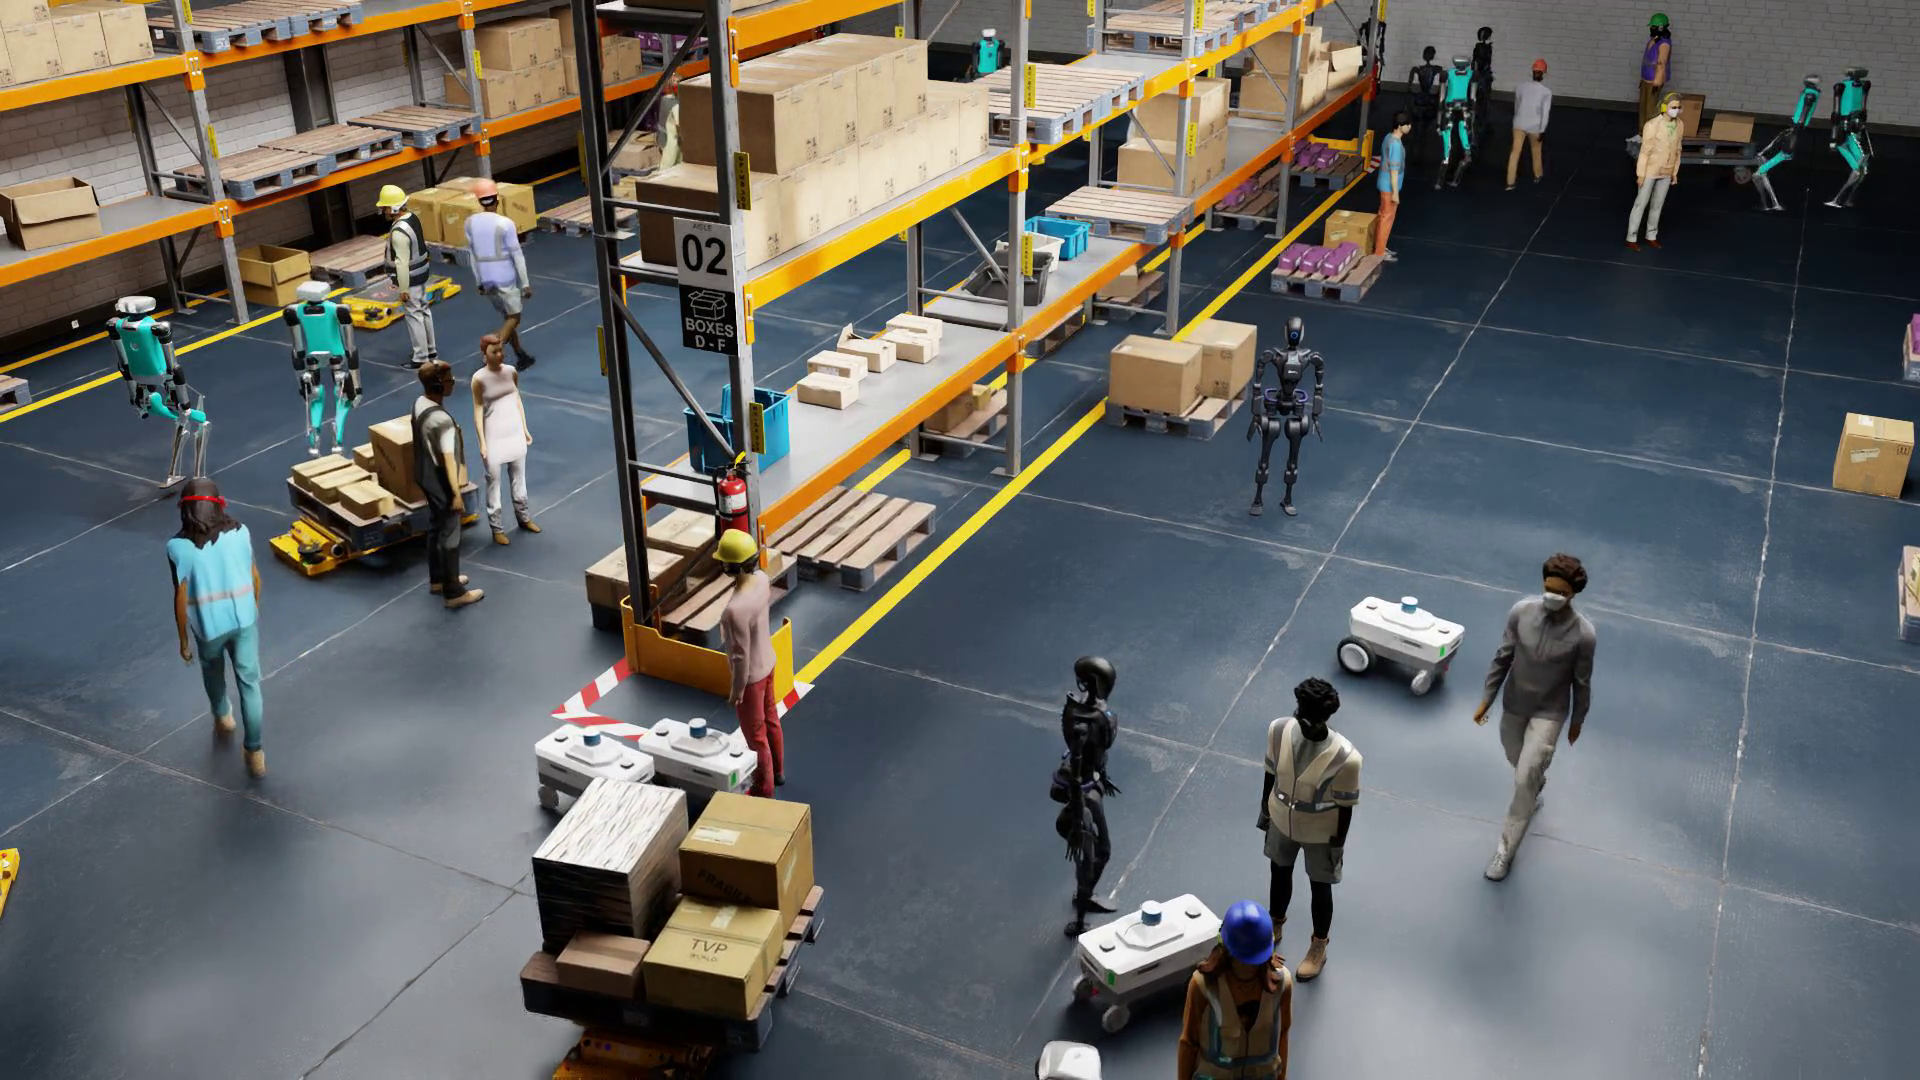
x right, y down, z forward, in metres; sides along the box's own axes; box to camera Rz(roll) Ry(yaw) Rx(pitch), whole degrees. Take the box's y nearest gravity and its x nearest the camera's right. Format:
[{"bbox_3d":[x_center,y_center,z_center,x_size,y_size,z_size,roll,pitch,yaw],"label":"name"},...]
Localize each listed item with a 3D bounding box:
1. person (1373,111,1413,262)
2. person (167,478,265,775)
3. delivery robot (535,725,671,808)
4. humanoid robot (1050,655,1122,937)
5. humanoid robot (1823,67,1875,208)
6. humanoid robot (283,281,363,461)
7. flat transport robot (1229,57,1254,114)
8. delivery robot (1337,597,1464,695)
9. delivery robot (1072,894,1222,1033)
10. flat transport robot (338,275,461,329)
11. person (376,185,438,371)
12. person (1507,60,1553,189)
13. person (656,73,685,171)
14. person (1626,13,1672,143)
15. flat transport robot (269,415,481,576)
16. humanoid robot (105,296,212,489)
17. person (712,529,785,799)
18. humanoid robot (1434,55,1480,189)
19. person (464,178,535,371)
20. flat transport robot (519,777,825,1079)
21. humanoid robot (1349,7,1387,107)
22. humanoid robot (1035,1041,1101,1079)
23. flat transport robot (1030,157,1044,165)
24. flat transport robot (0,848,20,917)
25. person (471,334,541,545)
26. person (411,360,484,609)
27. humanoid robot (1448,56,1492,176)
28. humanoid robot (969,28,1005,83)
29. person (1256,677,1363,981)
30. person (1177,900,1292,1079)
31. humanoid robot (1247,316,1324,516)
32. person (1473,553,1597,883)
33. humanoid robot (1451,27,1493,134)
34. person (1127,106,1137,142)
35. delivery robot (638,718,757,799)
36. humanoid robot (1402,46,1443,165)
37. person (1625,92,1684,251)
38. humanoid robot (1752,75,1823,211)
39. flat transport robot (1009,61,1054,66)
[{"bbox_3d":[5.050,-4.136,19.455,0.332,1.757,0.507,2,26,4],"label":"person"},{"bbox_3d":[-4.490,0.459,10.090,0.509,1.825,0.949,-13,29,-24],"label":"person"},{"bbox_3d":[-2.114,1.359,9.691,0.769,0.577,0.499,16,30,28],"label":"delivery robot"},{"bbox_3d":[0.657,1.315,8.521,0.342,1.650,0.609,8,27,16],"label":"humanoid robot"},{"bbox_3d":[11.659,-5.201,21.622,0.536,1.758,0.783,-8,28,-16],"label":"humanoid robot"},{"bbox_3d":[-5.144,-1.134,13.453,0.537,1.834,0.659,-1,26,-1],"label":"humanoid robot"},{"bbox_3d":[5.066,-6.823,26.560,1.431,0.231,0.659,21,33,36],"label":"flat transport robot"},{"bbox_3d":[2.958,0.650,11.116,0.742,0.570,0.499,20,33,34],"label":"delivery robot"},{"bbox_3d":[0.965,2.068,8.299,0.804,0.614,0.499,-14,30,-26],"label":"delivery robot"},{"bbox_3d":[-6.140,-2.623,18.077,0.659,0.231,1.431,10,28,19],"label":"flat transport robot"},{"bbox_3d":[-5.371,-2.551,16.184,0.403,1.825,0.589,-1,26,-2],"label":"person"},{"bbox_3d":[7.767,-5.658,22.592,0.552,1.691,0.932,18,32,33],"label":"person"},{"bbox_3d":[-3.684,-5.049,21.264,0.994,1.789,0.552,-7,27,-14],"label":"person"},{"bbox_3d":[10.307,-6.846,24.749,0.432,1.918,0.555,-1,26,-1],"label":"person"},{"bbox_3d":[-4.579,-0.123,13.027,1.431,0.231,0.659,-24,35,-39],"label":"flat transport robot"},{"bbox_3d":[-6.377,-1.236,13.470,0.533,1.677,0.735,5,27,9],"label":"humanoid robot"},{"bbox_3d":[-1.228,0.745,9.585,0.324,1.766,0.532,5,27,11],"label":"person"},{"bbox_3d":[6.675,-5.534,22.303,0.548,1.795,0.687,1,26,1],"label":"humanoid robot"},{"bbox_3d":[-4.474,-2.486,15.972,0.641,1.883,0.730,8,27,15],"label":"person"},{"bbox_3d":[-1.409,2.228,8.277,0.659,0.231,1.431,7,27,13],"label":"flat transport robot"},{"bbox_3d":[6.690,-7.910,27.182,0.602,1.635,0.524,-12,29,-24],"label":"humanoid robot"},{"bbox_3d":[0.573,2.587,6.009,0.730,1.885,0.551,-3,26,-6],"label":"humanoid robot"},{"bbox_3d":[0.438,-5.528,23.943,1.431,0.231,0.659,-7,27,-14],"label":"flat transport robot"},{"bbox_3d":[-5.370,2.065,8.607,0.659,0.231,1.431,-8,27,-16],"label":"flat transport robot"},{"bbox_3d":[-3.512,-0.781,12.788,0.286,1.659,0.442,22,34,37],"label":"person"},{"bbox_3d":[-3.671,-0.400,11.829,0.360,1.836,0.501,-20,33,-35],"label":"person"},{"bbox_3d":[7.093,-5.896,23.110,0.592,1.643,0.378,-8,28,-16],"label":"humanoid robot"},{"bbox_3d":[0.272,-6.734,24.748,0.531,1.797,0.798,-14,29,-26],"label":"humanoid robot"},{"bbox_3d":[1.718,1.420,8.305,0.534,1.692,0.319,22,34,37],"label":"person"},{"bbox_3d":[1.090,2.180,6.674,0.462,1.778,0.305,-4,27,-8],"label":"person"},{"bbox_3d":[2.578,-0.975,13.143,0.599,1.657,0.315,1,26,2],"label":"humanoid robot"},{"bbox_3d":[3.201,0.884,9.204,0.530,1.859,0.934,23,34,38],"label":"person"},{"bbox_3d":[7.905,-6.987,25.354,0.785,1.622,0.599,-4,27,-8],"label":"humanoid robot"},{"bbox_3d":[2.379,-4.850,20.749,0.665,1.889,0.546,12,29,24],"label":"person"},{"bbox_3d":[-1.531,1.322,9.779,0.793,0.590,0.499,12,29,23],"label":"delivery robot"},{"bbox_3d":[6.578,-6.174,23.670,0.603,1.656,0.308,-5,27,-9],"label":"humanoid robot"},{"bbox_3d":[8.323,-4.412,19.892,0.559,1.869,0.390,-8,27,-15],"label":"person"},{"bbox_3d":[10.551,-5.118,21.457,0.754,1.762,0.530,12,29,23],"label":"humanoid robot"},{"bbox_3d":[1.079,-6.581,26.071,1.431,0.231,0.659,0,26,-1],"label":"flat transport robot"}]
